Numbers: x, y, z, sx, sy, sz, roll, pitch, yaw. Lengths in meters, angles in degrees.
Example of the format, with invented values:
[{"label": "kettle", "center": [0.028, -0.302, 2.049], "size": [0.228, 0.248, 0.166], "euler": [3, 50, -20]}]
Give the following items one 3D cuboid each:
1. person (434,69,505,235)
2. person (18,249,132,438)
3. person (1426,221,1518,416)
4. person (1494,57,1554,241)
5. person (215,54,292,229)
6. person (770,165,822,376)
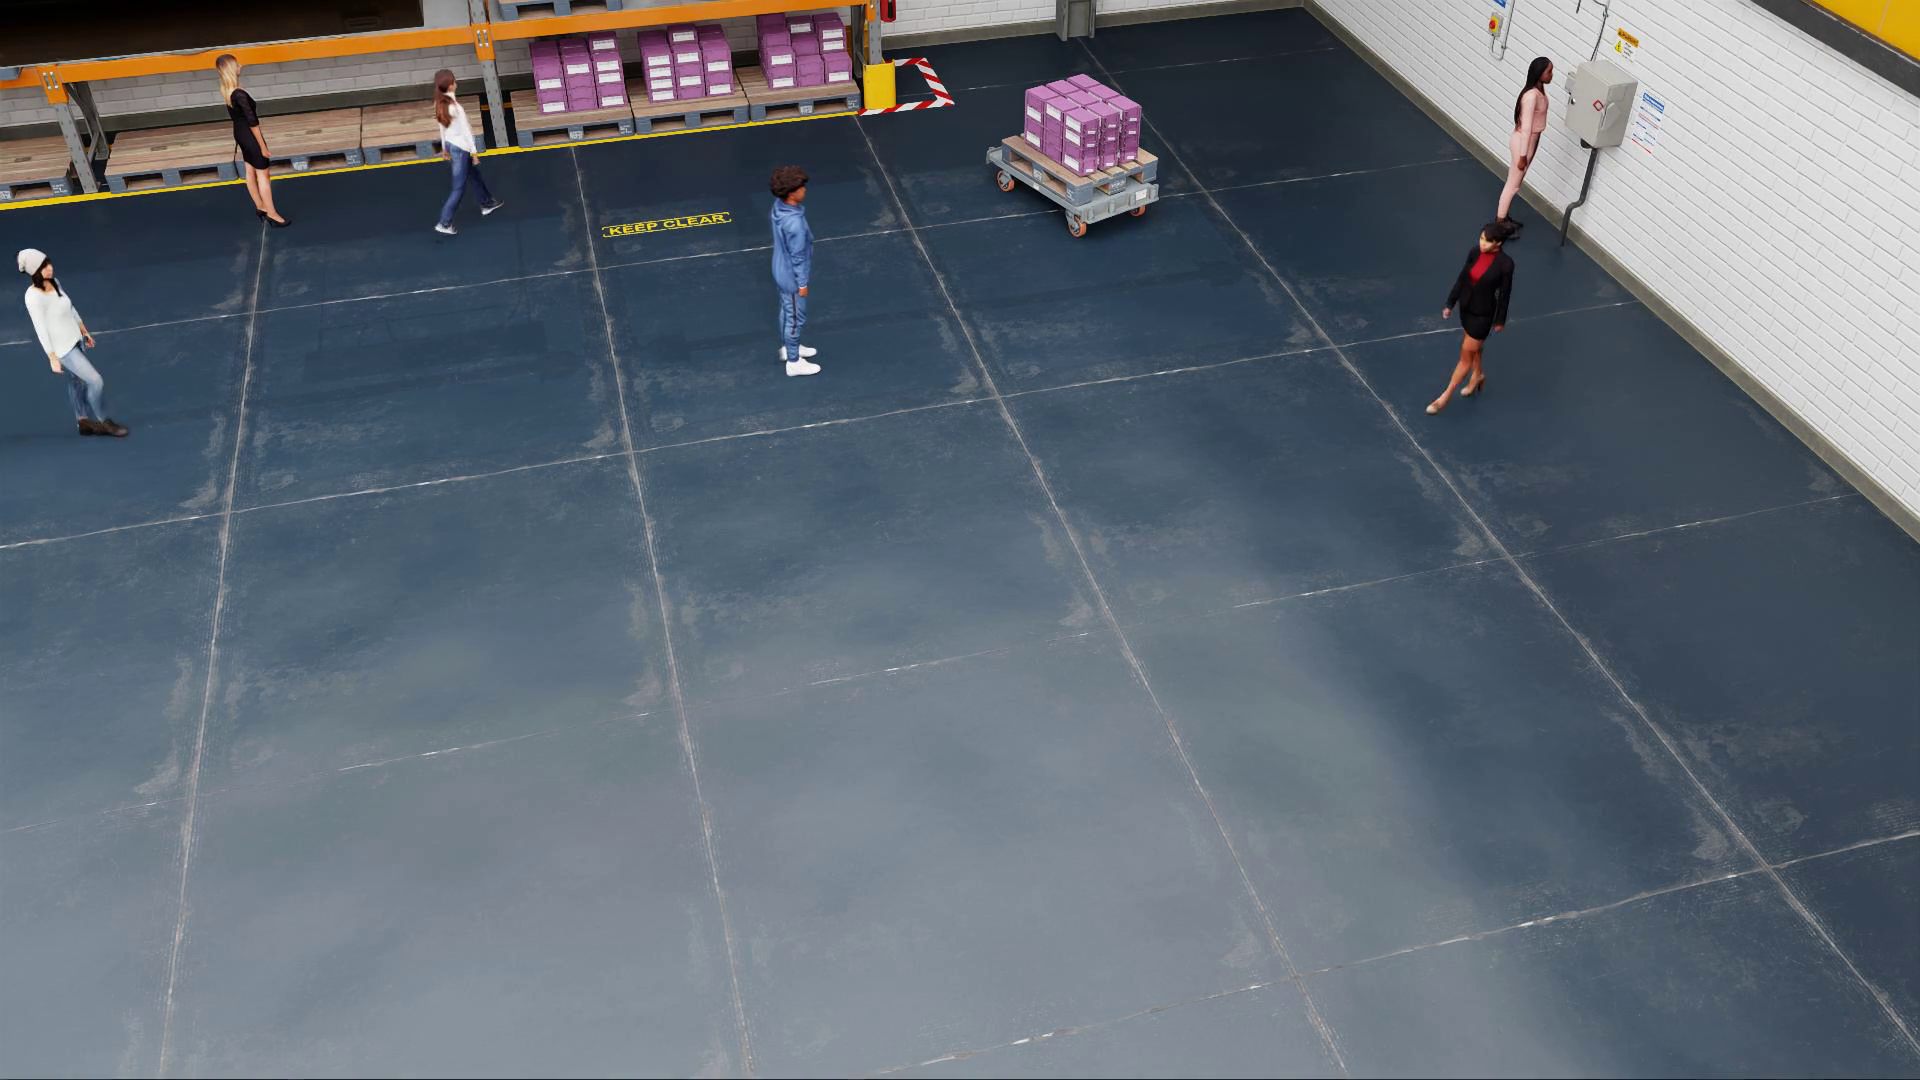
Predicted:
[{"label": "person", "center": [-4.716, -3.578, 15.453], "size": [0.977, 1.522, 1.116], "euler": [24, 45, 27]}, {"label": "person", "center": [-6.929, -1.491, 12.747], "size": [0.719, 1.638, 0.661], "euler": [-2, 39, -2]}, {"label": "person", "center": [4.137, -1.783, 13.134], "size": [1.025, 1.612, 0.766], "euler": [-21, 43, -24]}, {"label": "person", "center": [5.204, -3.628, 15.357], "size": [0.742, 1.721, 0.703], "euler": [16, 41, 19]}, {"label": "person", "center": [-6.620, -3.716, 15.503], "size": [0.611, 1.677, 0.614], "euler": [32, 48, 33]}, {"label": "person", "center": [-1.364, -2.194, 13.493], "size": [0.548, 1.807, 0.660], "euler": [-11, 40, -13]}]
